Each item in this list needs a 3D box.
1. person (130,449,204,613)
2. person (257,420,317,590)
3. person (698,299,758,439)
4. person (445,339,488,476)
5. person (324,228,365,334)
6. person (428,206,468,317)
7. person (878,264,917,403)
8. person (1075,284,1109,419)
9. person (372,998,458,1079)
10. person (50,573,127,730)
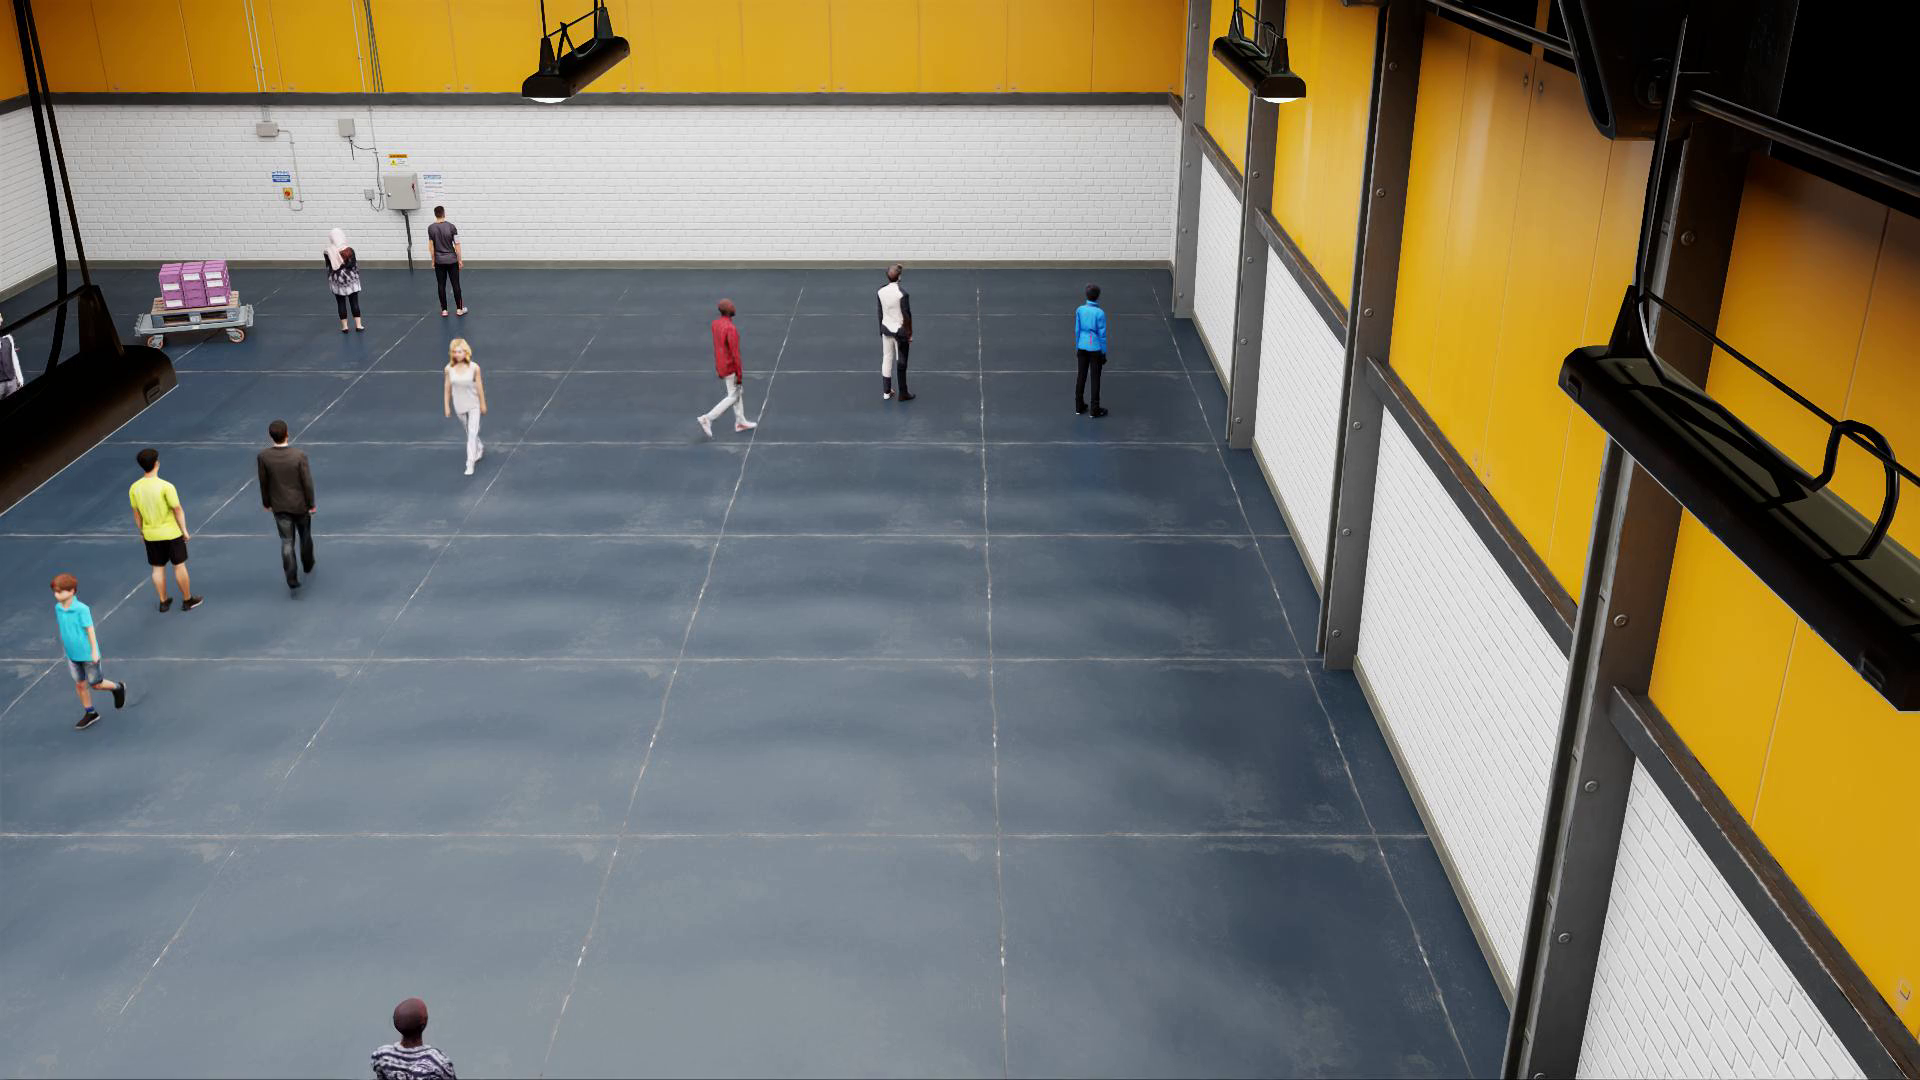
[{"bbox_3d":[-8.007,-0.094,16.690,0.621,1.708,0.509,-1,24,-2],"label":"person"},{"bbox_3d":[-6.942,-0.344,17.175,0.845,1.776,1.166,-5,24,-11],"label":"person"},{"bbox_3d":[-3.040,-2.197,21.387,1.108,1.798,1.147,-15,28,-31],"label":"person"},{"bbox_3d":[-6.027,-1.672,20.404,0.601,1.625,1.078,0,24,0],"label":"person"},{"bbox_3d":[-9.544,-4.021,25.766,0.710,1.632,0.724,-8,25,-17],"label":"person"},{"bbox_3d":[-8.237,-4.470,26.630,0.665,1.764,0.565,-3,24,-6],"label":"person"},{"bbox_3d":[-0.887,-2.845,22.751,0.770,1.893,0.777,14,27,29],"label":"person"},{"bbox_3d":[1.730,-2.533,22.157,0.694,1.797,0.724,17,29,34],"label":"person"},{"bbox_3d":[-2.887,3.278,8.900,0.739,1.769,1.026,3,24,7],"label":"person"},{"bbox_3d":[-7.694,0.938,14.663,0.636,1.440,0.792,6,24,14],"label":"person"}]
